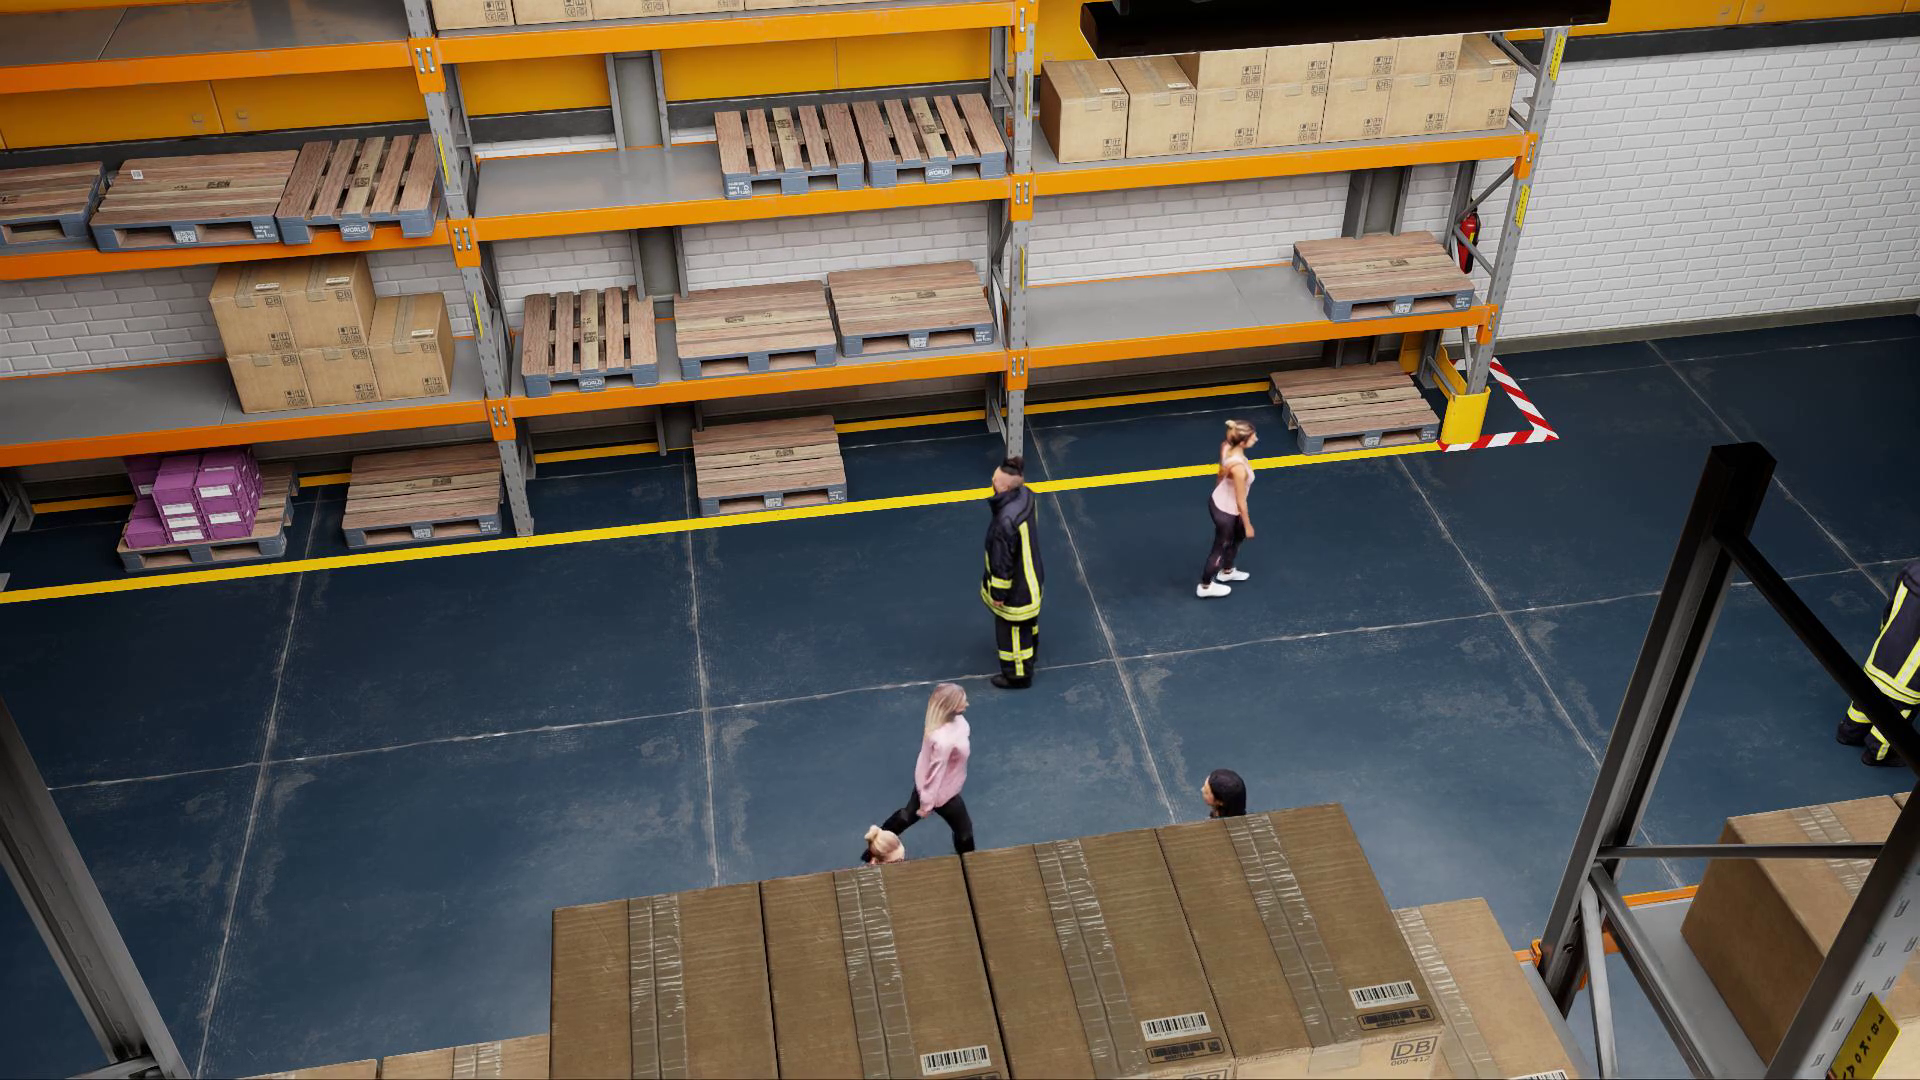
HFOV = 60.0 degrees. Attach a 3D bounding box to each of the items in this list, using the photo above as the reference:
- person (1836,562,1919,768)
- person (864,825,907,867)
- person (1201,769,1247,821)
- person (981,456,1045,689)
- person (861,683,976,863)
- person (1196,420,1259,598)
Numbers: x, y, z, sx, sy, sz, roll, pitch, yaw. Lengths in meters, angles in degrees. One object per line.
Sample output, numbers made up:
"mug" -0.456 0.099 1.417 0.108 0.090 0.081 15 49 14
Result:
"person" 6.255 0.723 10.915 0.690 1.823 0.766 -10 40 -13
"person" -0.491 2.167 9.246 1.165 1.649 1.062 20 43 24
"person" 1.523 2.008 9.367 1.202 1.747 0.902 9 39 11
"person" 0.391 0.214 11.533 0.849 1.847 0.859 9 39 10
"person" -0.220 1.485 10.102 1.160 1.648 0.749 -3 39 -3
"person" 1.889 -0.215 12.240 0.683 1.636 0.604 -4 39 -5
